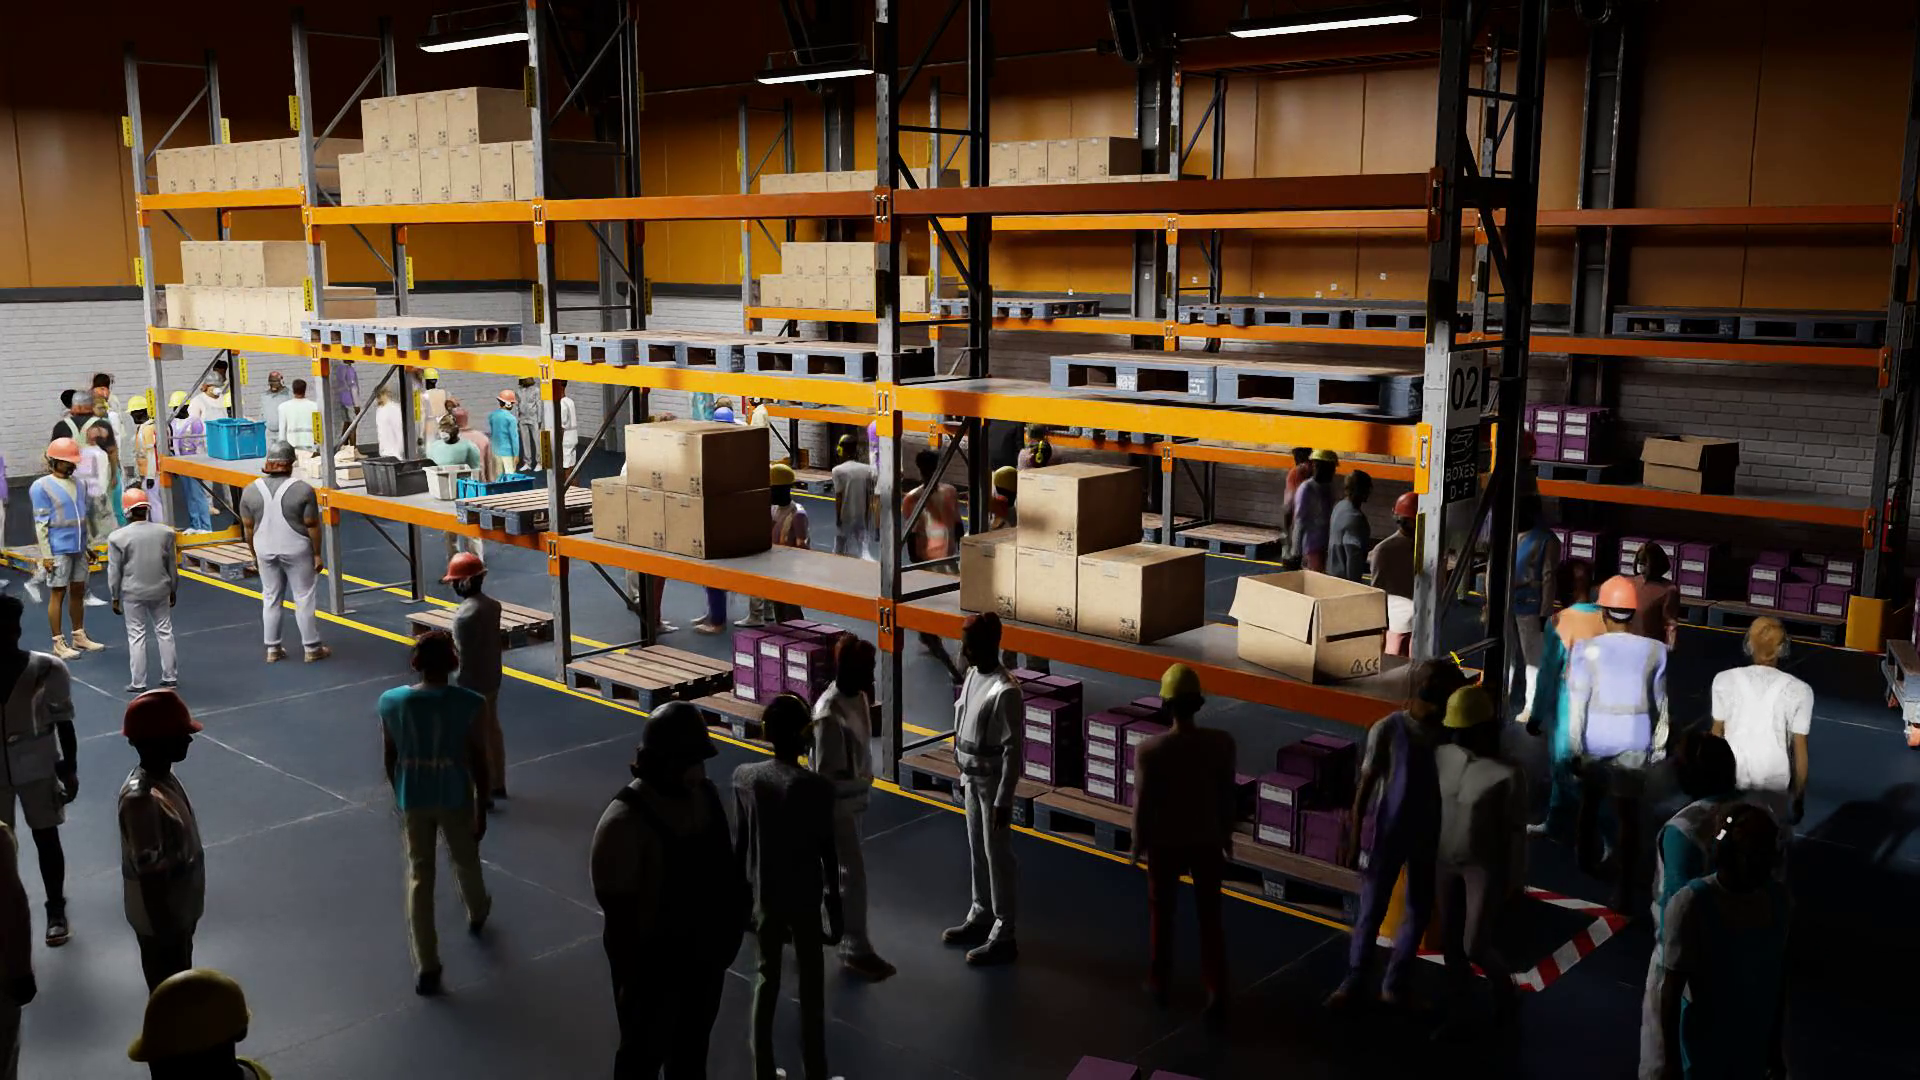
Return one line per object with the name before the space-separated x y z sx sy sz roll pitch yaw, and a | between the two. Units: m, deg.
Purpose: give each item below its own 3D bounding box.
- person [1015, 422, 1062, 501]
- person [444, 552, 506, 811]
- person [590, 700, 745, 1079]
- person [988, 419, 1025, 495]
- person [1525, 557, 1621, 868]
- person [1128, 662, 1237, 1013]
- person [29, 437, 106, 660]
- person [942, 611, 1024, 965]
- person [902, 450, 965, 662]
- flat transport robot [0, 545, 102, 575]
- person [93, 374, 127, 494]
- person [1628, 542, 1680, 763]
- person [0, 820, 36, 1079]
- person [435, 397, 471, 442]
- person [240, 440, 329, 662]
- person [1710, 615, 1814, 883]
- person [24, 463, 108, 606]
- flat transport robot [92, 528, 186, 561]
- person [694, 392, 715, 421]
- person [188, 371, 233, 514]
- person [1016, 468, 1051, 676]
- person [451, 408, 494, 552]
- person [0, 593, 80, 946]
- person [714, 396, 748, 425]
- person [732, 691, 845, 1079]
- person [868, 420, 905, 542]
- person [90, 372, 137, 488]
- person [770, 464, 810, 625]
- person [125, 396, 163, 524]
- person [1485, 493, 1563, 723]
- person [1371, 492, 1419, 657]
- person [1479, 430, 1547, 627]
person | 0.856 -0.404 18.444 1.049 1.889 0.648 7 12 36
person | -3.266 0.943 11.173 0.342 1.750 0.569 1 10 6
person | -1.112 1.608 6.597 0.536 2.000 0.684 5 11 27
person | 0.527 -0.938 21.122 0.611 1.995 0.375 6 12 29
person | 3.843 1.047 10.234 0.584 1.886 0.806 -7 12 -33
person | 1.099 1.476 8.180 0.533 1.781 0.382 -1 10 -6
person | -8.192 0.070 15.303 0.386 2.039 0.605 3 10 14
person | 0.138 1.294 8.813 0.356 1.887 0.572 -4 11 -22
person | -0.224 0.139 15.216 0.693 1.938 0.562 -8 13 -40
flat transport robot | -10.662 0.220 19.450 1.431 0.197 0.652 9 14 42
person | -12.499 -1.480 24.442 0.399 1.911 0.606 -9 14 -43
person | 5.060 0.819 12.239 0.277 1.627 0.502 -4 11 -20
person | -3.985 1.692 6.688 0.627 1.843 0.429 2 10 14
person | -7.218 -1.224 23.753 0.520 1.636 0.312 -3 10 -14
person | -6.124 0.094 15.162 0.688 2.000 0.536 0 10 1
person | 4.282 1.299 8.950 0.508 1.820 0.465 6 11 29
person | -9.433 -0.143 17.406 0.760 1.723 0.486 -2 10 -12
flat transport robot | -10.146 0.058 20.366 0.652 0.197 1.431 9 14 42
person | -4.064 -1.931 26.630 0.385 2.035 0.605 0 10 -2
person | -10.507 -1.387 23.536 0.535 2.000 0.681 7 12 34
person | 0.624 0.311 14.400 0.358 1.880 0.575 3 11 19
person | -5.867 -0.614 19.605 0.654 1.885 0.665 7 12 33
person | -5.068 1.241 8.939 0.617 1.958 0.396 -3 11 -19
person | -2.897 -0.812 20.571 0.631 1.940 0.372 -4 11 -21
person | -0.738 1.580 7.281 0.524 1.860 0.339 4 11 20
person | -0.912 -0.914 21.200 0.391 1.925 0.550 9 13 41
person | -13.199 -1.653 25.607 1.046 1.838 0.701 -8 13 -38
person | -1.512 0.300 14.311 0.370 1.925 0.595 -6 12 -32
person | -10.207 -0.858 20.908 0.399 1.913 0.594 -6 12 -30
person | 4.467 0.531 13.293 0.431 1.835 0.622 -8 13 -38
person | 3.303 0.619 12.356 0.616 1.986 0.407 -6 12 -31
person | 5.480 -0.068 16.167 0.645 1.999 0.903 -10 14 -44
